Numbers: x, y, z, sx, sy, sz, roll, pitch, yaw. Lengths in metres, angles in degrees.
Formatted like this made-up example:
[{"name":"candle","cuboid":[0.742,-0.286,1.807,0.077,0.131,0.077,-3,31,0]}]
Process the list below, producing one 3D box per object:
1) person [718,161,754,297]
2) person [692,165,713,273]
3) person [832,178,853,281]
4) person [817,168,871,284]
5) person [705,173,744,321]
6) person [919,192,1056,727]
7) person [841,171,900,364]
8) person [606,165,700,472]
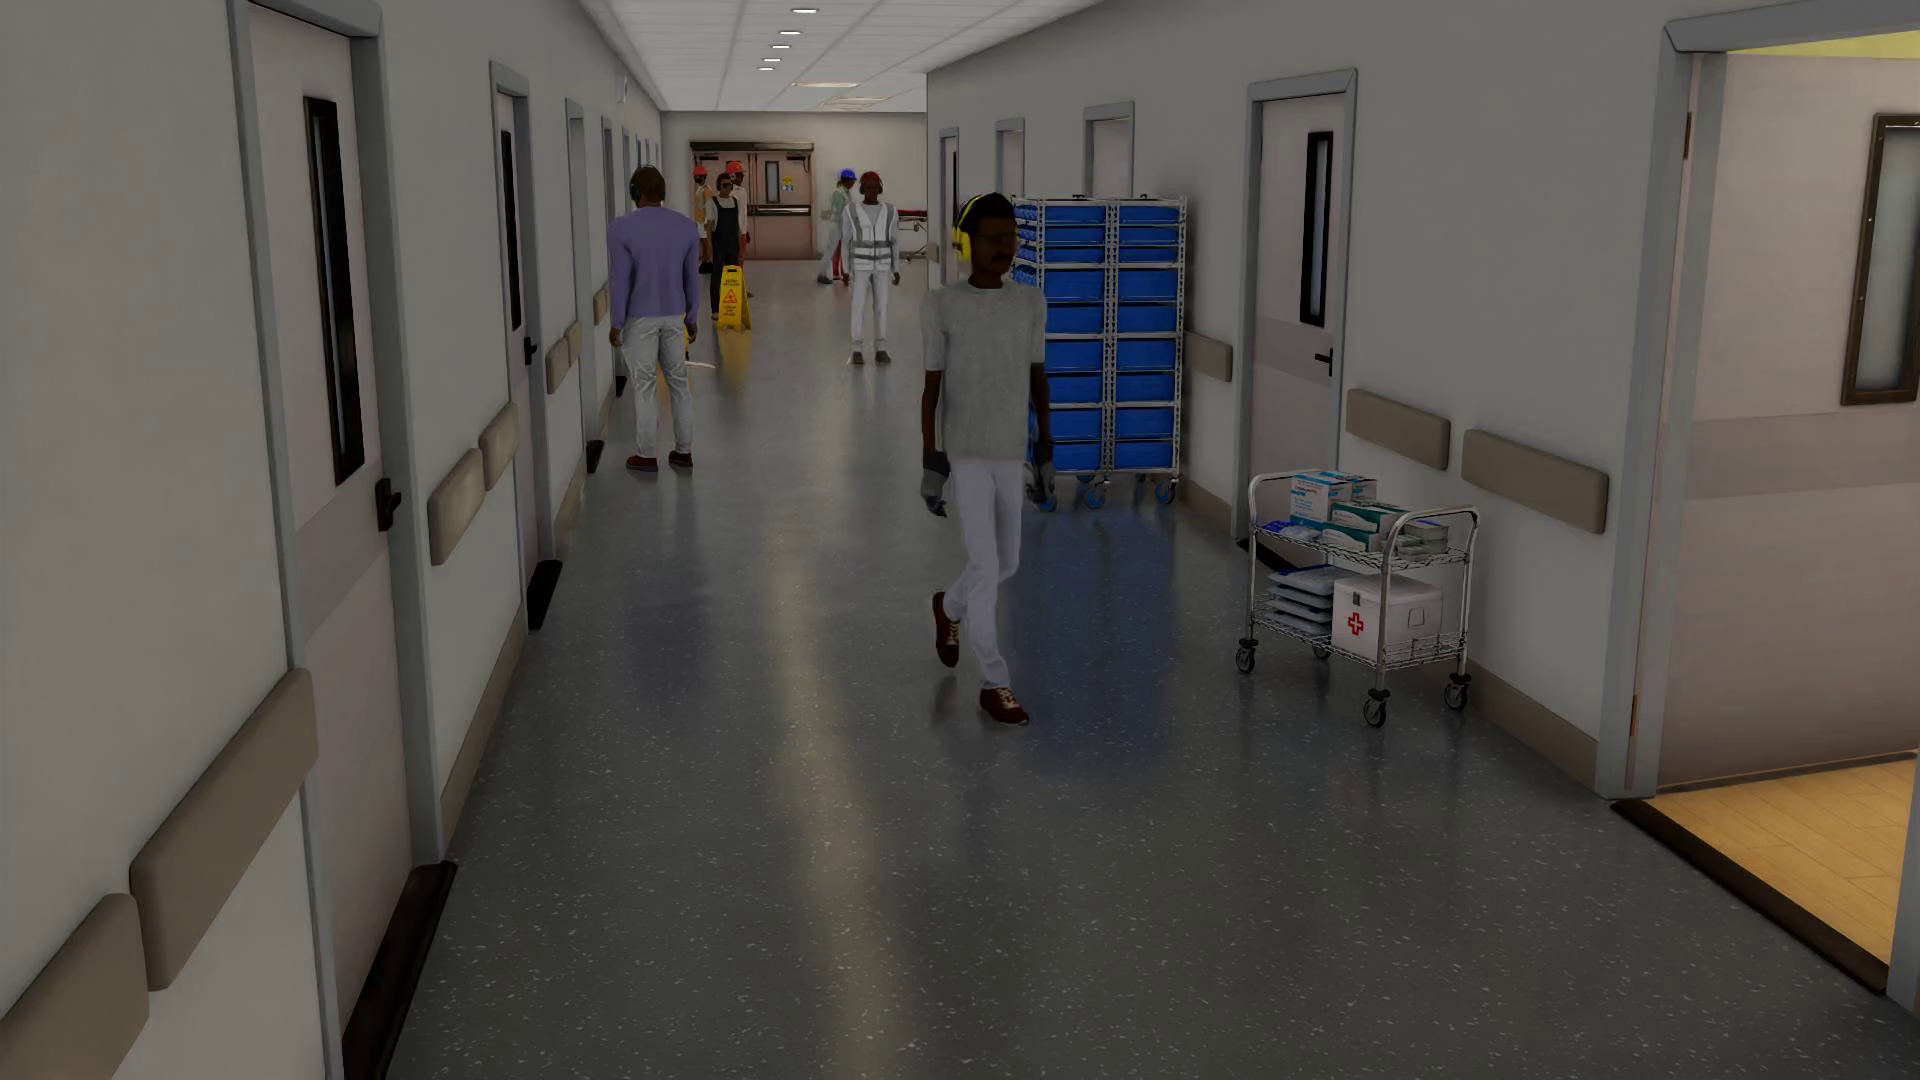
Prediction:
[{"name":"person","cuboid":[-3.301,-4.553,24.462,0.370,1.996,0.622,6,14,27]},{"name":"person","cuboid":[-4.674,-5.810,30.177,0.361,1.939,0.542,-6,14,-27]},{"name":"person","cuboid":[-1.978,-5.310,28.371,0.348,1.762,0.526,-11,17,-40]},{"name":"person","cuboid":[-1.927,-5.136,27.304,1.026,1.894,0.610,6,14,23]},{"name":"person","cuboid":[-2.972,-3.707,21.045,0.511,1.844,0.328,-10,16,-39]},{"name":"person","cuboid":[0.070,-0.318,5.998,0.508,1.852,0.789,-7,14,-27]},{"name":"person","cuboid":[-0.881,-2.682,16.413,0.584,1.882,0.340,-4,13,-17]},{"name":"person","cuboid":[-1.950,-1.405,10.617,0.638,1.936,0.356,-10,16,-37]}]
